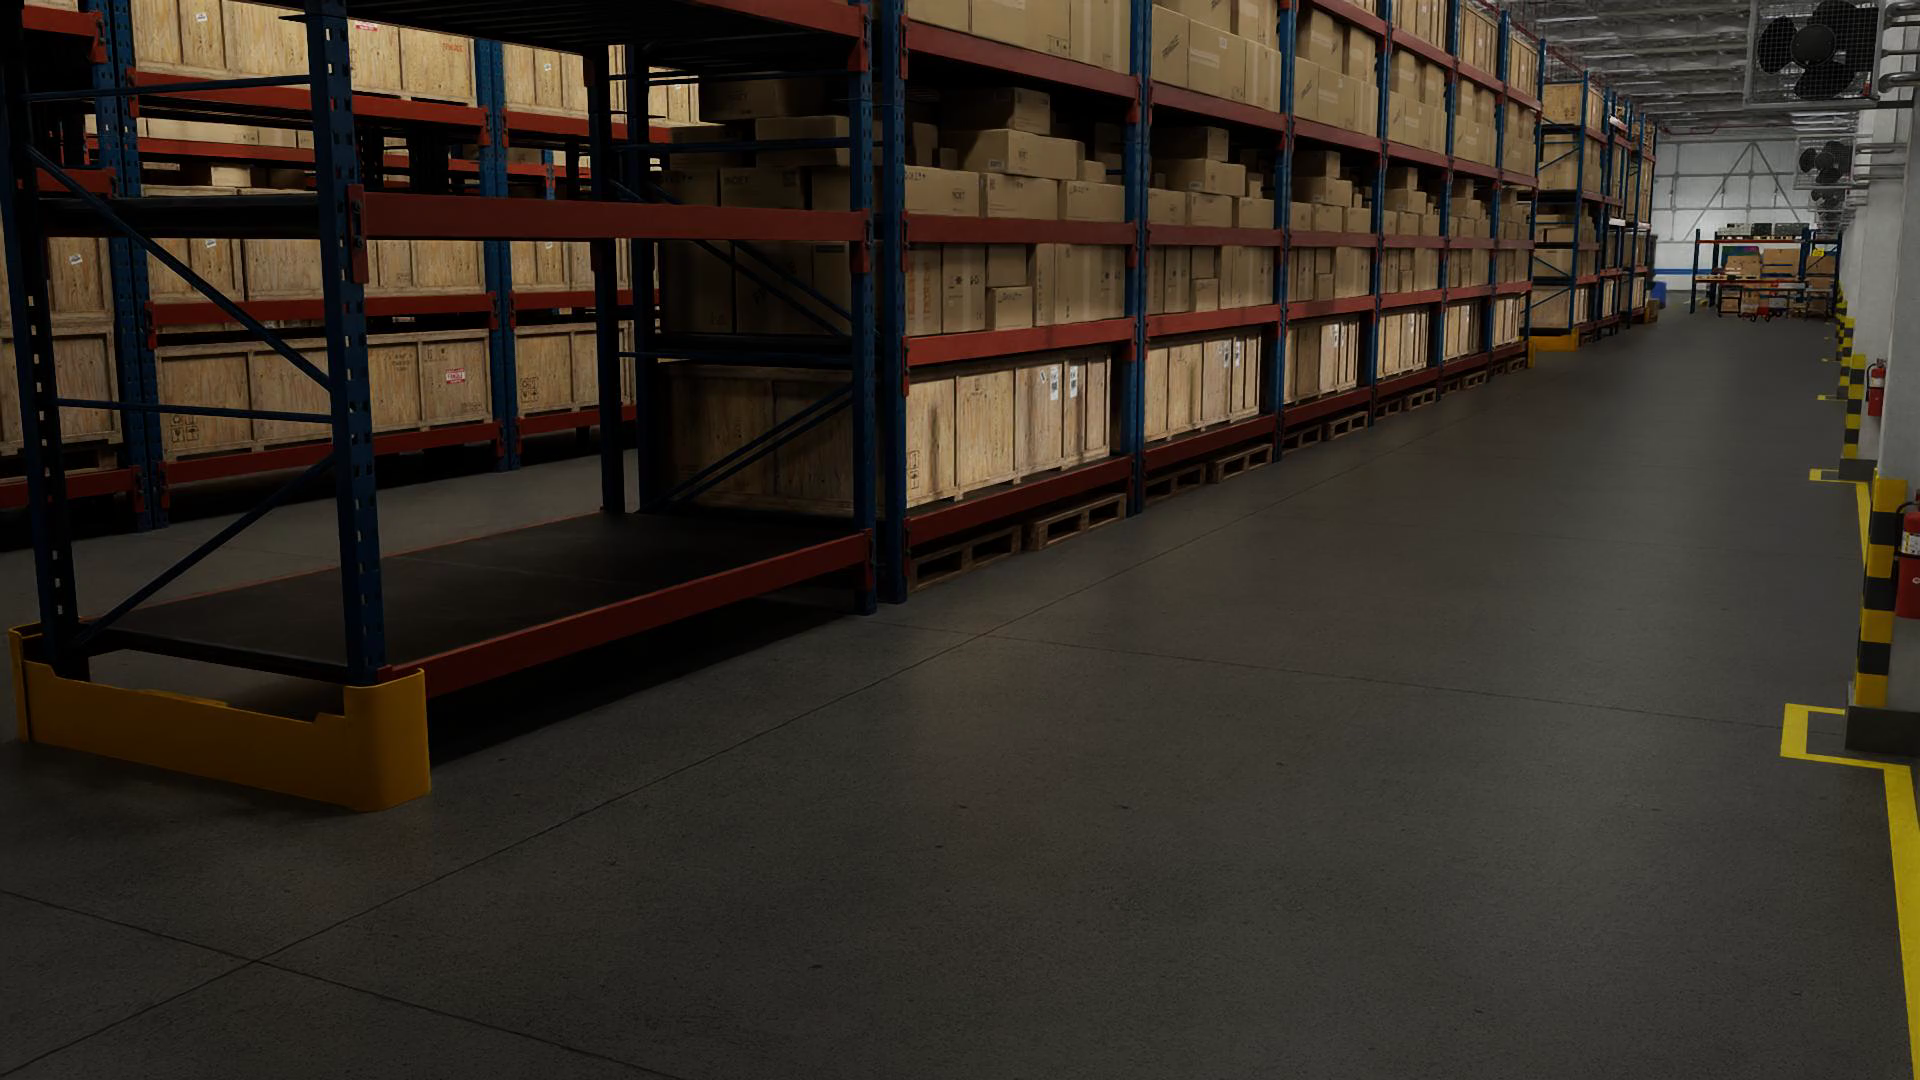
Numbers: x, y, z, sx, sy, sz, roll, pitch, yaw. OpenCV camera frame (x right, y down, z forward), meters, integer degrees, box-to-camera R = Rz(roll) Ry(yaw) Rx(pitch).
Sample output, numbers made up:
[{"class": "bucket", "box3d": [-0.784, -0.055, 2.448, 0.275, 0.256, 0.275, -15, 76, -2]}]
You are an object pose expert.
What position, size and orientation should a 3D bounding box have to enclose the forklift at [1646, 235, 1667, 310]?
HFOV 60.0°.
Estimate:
[{"class": "forklift", "box3d": [25.663, -10.052, 62.539, 1.873, 2.768, 1.129, -7, 12, -35]}]
